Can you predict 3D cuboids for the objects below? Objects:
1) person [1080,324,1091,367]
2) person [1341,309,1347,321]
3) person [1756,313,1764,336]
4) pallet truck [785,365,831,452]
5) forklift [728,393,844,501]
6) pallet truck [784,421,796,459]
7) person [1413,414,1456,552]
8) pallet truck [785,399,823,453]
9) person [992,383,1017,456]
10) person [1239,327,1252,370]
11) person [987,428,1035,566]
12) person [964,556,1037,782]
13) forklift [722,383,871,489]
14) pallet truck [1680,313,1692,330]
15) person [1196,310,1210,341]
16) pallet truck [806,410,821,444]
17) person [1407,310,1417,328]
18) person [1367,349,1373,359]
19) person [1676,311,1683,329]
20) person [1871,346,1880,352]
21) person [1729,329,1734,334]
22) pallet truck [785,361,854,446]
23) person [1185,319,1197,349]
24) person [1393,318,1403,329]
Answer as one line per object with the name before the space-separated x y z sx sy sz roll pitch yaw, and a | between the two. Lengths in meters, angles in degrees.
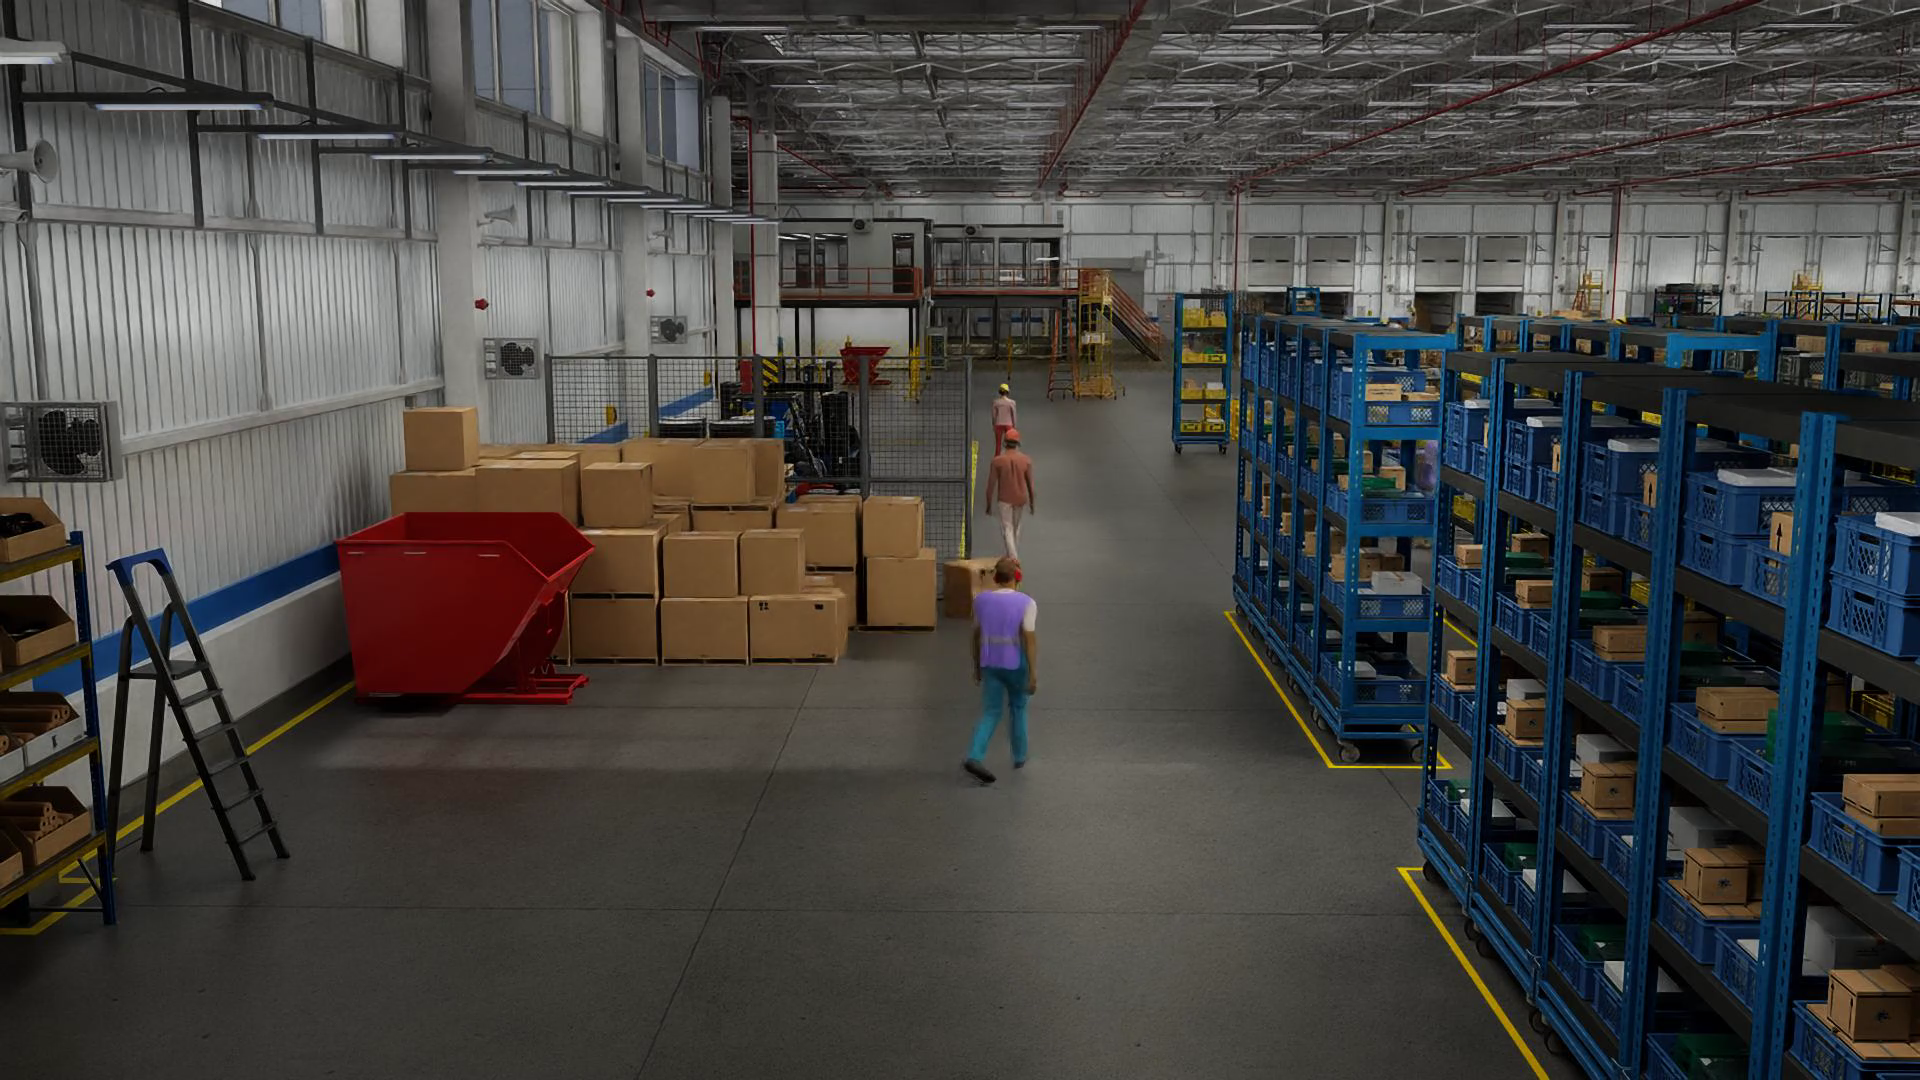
person | 5.348 -8.282 70.910 0.607 1.827 0.516 -9 13 -43
person | 21.869 -12.170 94.627 0.939 1.916 0.616 3 10 18
person | 41.772 -10.892 86.742 0.602 1.914 0.478 -5 11 -30
pallet truck | -3.774 -2.976 37.635 1.885 1.965 0.823 1 9 5
forklift | -2.979 -1.316 26.476 2.680 1.987 1.157 0 9 1
pallet truck | -4.013 -1.793 32.705 1.601 1.201 0.680 0 9 1
person | 7.063 -0.829 24.360 0.830 2.004 0.637 6 11 32
pallet truck | -3.814 -2.432 36.419 1.630 1.274 0.653 0 9 1
person | 0.919 -2.375 34.647 0.525 1.769 0.309 2 9 11
person | 11.839 -7.960 68.893 0.600 1.827 1.010 6 11 35
person | 0.709 -0.556 22.847 0.649 1.956 0.995 -2 10 -14
person | 0.336 1.045 13.486 0.611 1.798 0.855 4 10 23
forklift | -2.893 -1.687 28.729 2.680 1.987 1.157 0 9 -1
pallet truck | 36.315 -10.531 84.244 0.823 1.965 1.885 -6 11 -33
person | 14.325 -12.585 97.433 0.905 1.841 0.529 -1 9 -5
pallet truck | -3.559 -2.018 33.905 1.522 1.261 0.704 0 9 -1
person | 25.744 -12.184 94.816 0.398 1.873 0.687 -6 11 -34
person | 12.983 -5.258 52.232 0.404 1.829 0.588 0 9 -2
person | 39.067 -11.480 90.431 0.997 1.881 0.552 5 10 26
person | 26.959 -4.777 49.130 0.648 1.878 0.847 1 9 8
person | 29.874 -7.296 64.495 0.877 1.926 0.613 8 12 42
pallet truck | -3.410 -3.193 38.978 1.885 1.965 0.823 0 9 -1
person | 11.771 -10.514 84.483 0.593 1.891 0.902 -1 9 -4
person | 20.578 -9.508 78.329 0.583 1.871 0.607 -6 11 -35
